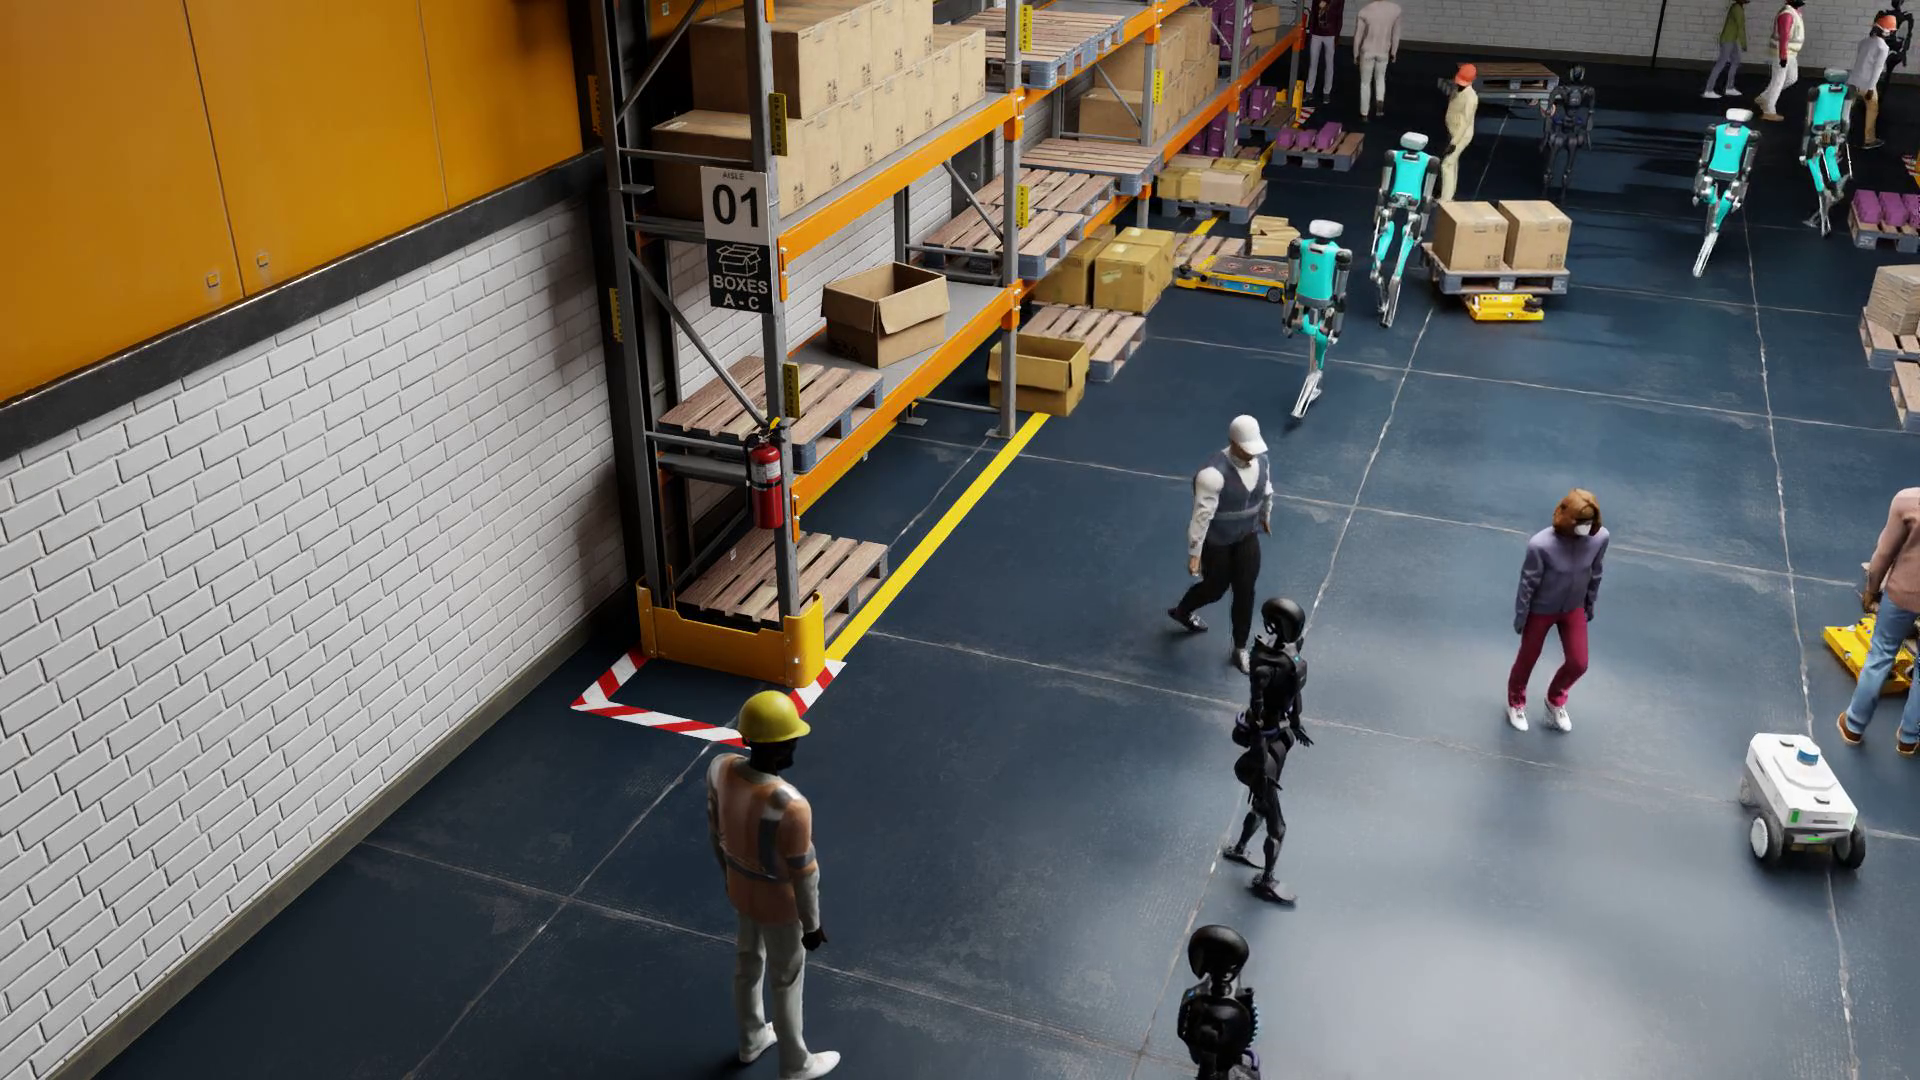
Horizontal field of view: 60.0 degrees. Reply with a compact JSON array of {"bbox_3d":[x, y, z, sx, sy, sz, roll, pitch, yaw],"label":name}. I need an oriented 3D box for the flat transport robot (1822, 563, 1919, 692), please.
[{"bbox_3d":[6.257,0.709,10.376,1.431,0.231,0.659,1,27,1],"label":"flat transport robot"}]

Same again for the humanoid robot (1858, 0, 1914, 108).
[{"bbox_3d":[13.331,-7.026,23.896,0.589,1.629,0.784,21,34,35],"label":"humanoid robot"}]

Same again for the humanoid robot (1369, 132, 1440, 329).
[{"bbox_3d":[4.138,-2.867,15.819,0.551,1.889,0.805,12,30,22],"label":"humanoid robot"}]

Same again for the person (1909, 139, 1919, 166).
[{"bbox_3d":[12.523,-5.648,21.016,0.801,1.817,0.541,-5,28,-10],"label":"person"}]

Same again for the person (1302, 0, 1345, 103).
[{"bbox_3d":[5.316,-7.383,24.236,0.488,1.955,0.420,12,30,22],"label":"person"}]

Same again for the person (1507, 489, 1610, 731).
[{"bbox_3d":[3.396,0.407,9.501,0.510,1.603,0.432,-4,28,-8],"label":"person"}]

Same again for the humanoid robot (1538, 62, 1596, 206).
[{"bbox_3d":[7.068,-4.720,19.360,0.590,1.658,0.324,2,27,4],"label":"humanoid robot"}]

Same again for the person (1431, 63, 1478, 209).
[{"bbox_3d":[5.721,-4.693,19.290,0.422,1.699,0.594,2,27,4],"label":"person"}]

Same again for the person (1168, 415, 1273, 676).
[{"bbox_3d":[1.629,-0.044,10.257,0.741,1.716,0.726,-12,30,-22],"label":"person"}]

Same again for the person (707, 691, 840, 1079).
[{"bbox_3d":[-0.798,1.484,7.067,0.589,1.923,0.379,23,35,37],"label":"person"}]

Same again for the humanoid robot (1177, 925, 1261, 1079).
[{"bbox_3d":[0.982,2.122,6.167,0.785,1.638,0.600,8,28,15],"label":"humanoid robot"}]

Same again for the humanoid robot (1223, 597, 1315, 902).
[{"bbox_3d":[1.577,1.005,8.275,0.487,1.647,0.603,16,31,28],"label":"humanoid robot"}]

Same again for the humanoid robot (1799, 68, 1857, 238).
[{"bbox_3d":[9.667,-4.219,18.418,0.546,1.850,0.847,-2,27,-5],"label":"humanoid robot"}]

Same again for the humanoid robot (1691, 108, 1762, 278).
[{"bbox_3d":[7.963,-3.659,17.310,0.556,1.775,1.035,17,32,30],"label":"humanoid robot"}]

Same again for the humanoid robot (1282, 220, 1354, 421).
[{"bbox_3d":[2.967,-1.830,13.697,0.562,1.734,1.028,17,32,30],"label":"humanoid robot"}]

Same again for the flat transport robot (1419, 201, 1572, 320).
[{"bbox_3d":[5.290,-2.515,16.628,0.659,0.231,1.431,0,27,0],"label":"flat transport robot"}]

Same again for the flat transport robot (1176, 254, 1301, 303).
[{"bbox_3d":[2.982,-2.658,16.906,1.431,0.231,0.659,13,30,23],"label":"flat transport robot"}]

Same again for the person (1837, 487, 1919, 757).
[{"bbox_3d":[5.400,0.304,9.302,0.625,1.988,0.404,10,29,19],"label":"person"}]

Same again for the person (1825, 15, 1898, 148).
[{"bbox_3d":[11.914,-5.990,21.798,0.795,1.705,0.569,-4,28,-7],"label":"person"}]

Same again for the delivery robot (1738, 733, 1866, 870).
[{"bbox_3d":[4.434,1.371,8.799,0.499,0.614,0.815,2,27,4],"label":"delivery robot"}]

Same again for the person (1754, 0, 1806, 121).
[{"bbox_3d":[11.502,-6.777,23.197,0.449,1.828,0.627,19,33,33],"label":"person"}]

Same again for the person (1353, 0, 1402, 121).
[{"bbox_3d":[5.751,-6.764,23.064,0.648,1.927,0.503,-1,27,-2],"label":"person"}]

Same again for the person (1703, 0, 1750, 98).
[{"bbox_3d":[11.419,-7.309,24.460,0.677,1.609,0.511,7,28,14],"label":"person"}]
